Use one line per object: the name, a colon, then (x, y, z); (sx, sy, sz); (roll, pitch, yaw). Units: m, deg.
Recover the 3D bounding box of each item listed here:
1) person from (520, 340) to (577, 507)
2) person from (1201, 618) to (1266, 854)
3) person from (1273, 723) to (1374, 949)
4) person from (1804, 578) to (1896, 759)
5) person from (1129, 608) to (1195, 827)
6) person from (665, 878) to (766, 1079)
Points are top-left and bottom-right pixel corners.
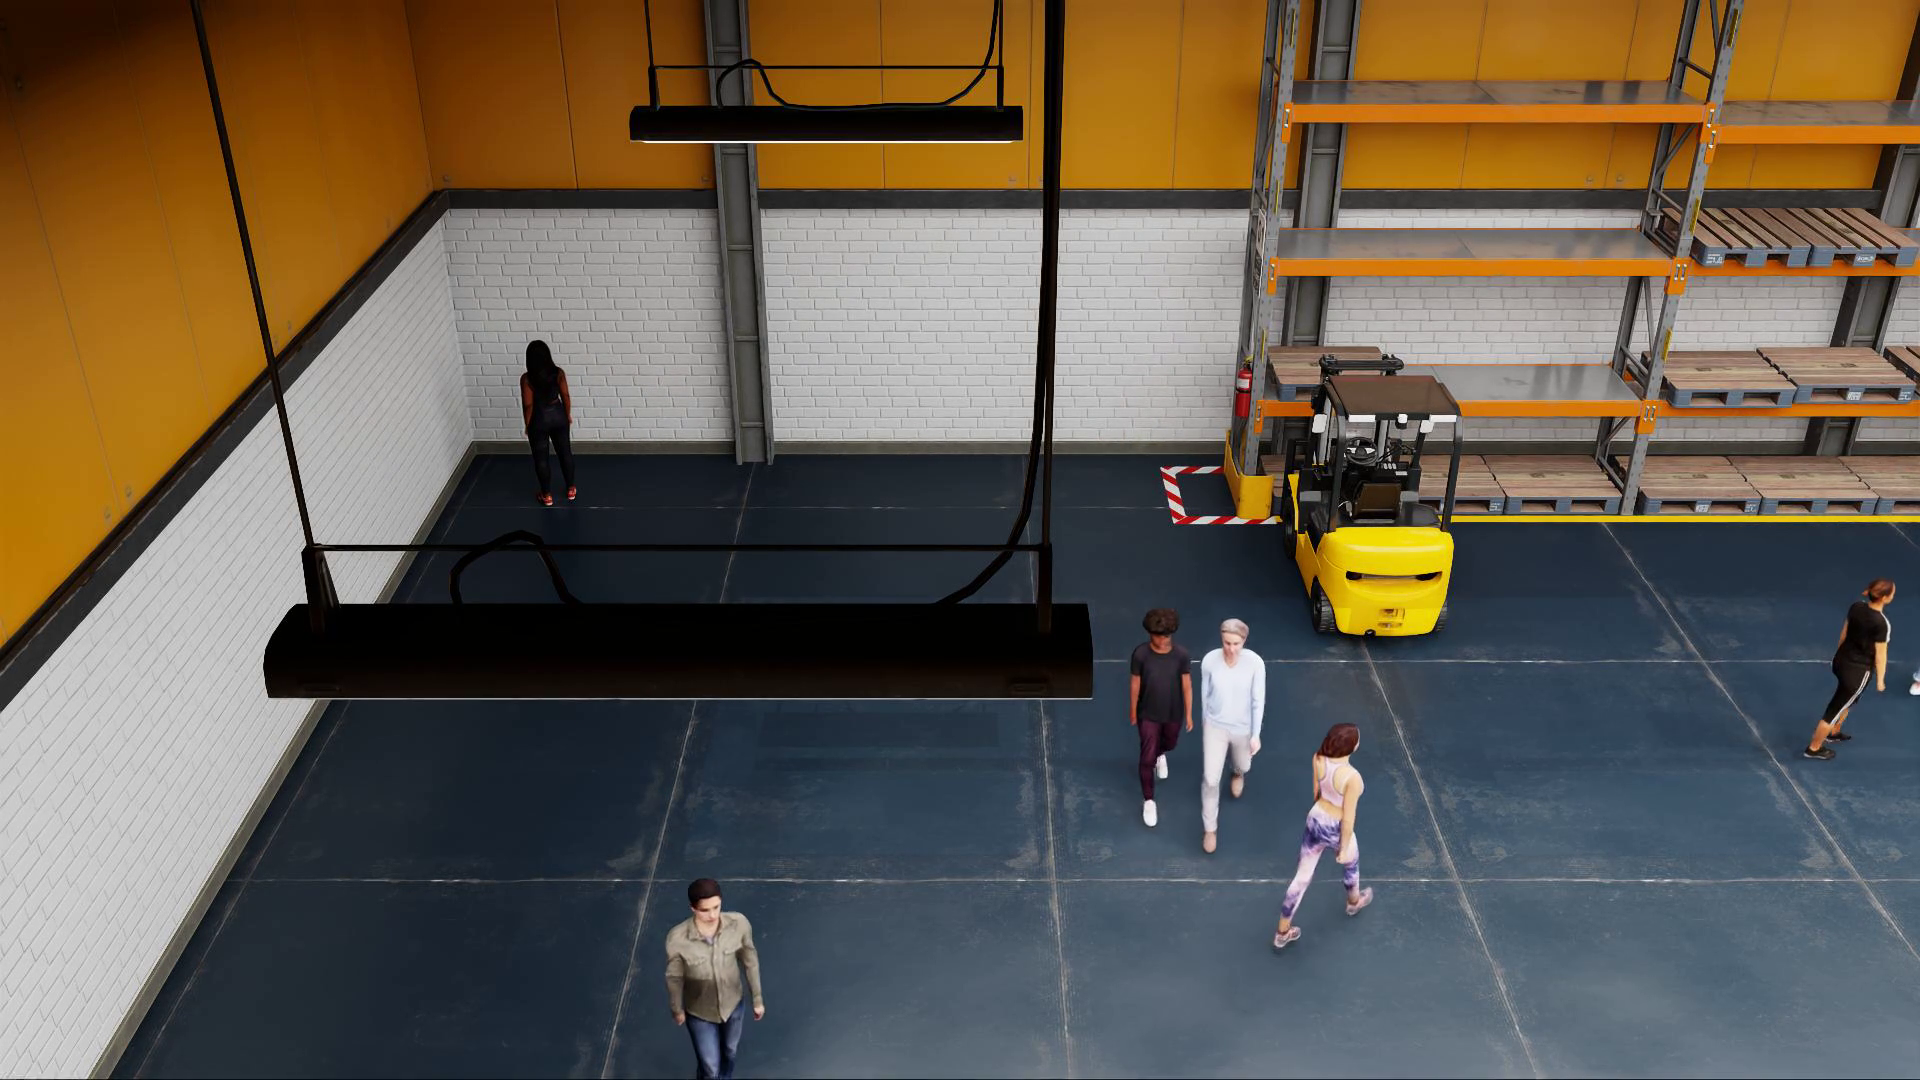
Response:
person: (-4.306, -1.240, 17.368); (0.717, 1.816, 0.823); (-15, 32, -25)
person: (2.047, 1.369, 12.540); (1.197, 1.861, 0.840); (5, 29, 8)
person: (2.473, 2.067, 11.410); (1.195, 1.717, 1.099); (-23, 36, -36)
person: (7.094, 1.039, 13.361); (0.698, 1.653, 0.584); (0, 29, -1)
person: (1.552, 1.253, 12.863); (1.020, 1.753, 0.750); (-4, 29, -7)
person: (-1.507, 2.730, 10.050); (0.738, 1.855, 0.864); (-14, 31, -23)
